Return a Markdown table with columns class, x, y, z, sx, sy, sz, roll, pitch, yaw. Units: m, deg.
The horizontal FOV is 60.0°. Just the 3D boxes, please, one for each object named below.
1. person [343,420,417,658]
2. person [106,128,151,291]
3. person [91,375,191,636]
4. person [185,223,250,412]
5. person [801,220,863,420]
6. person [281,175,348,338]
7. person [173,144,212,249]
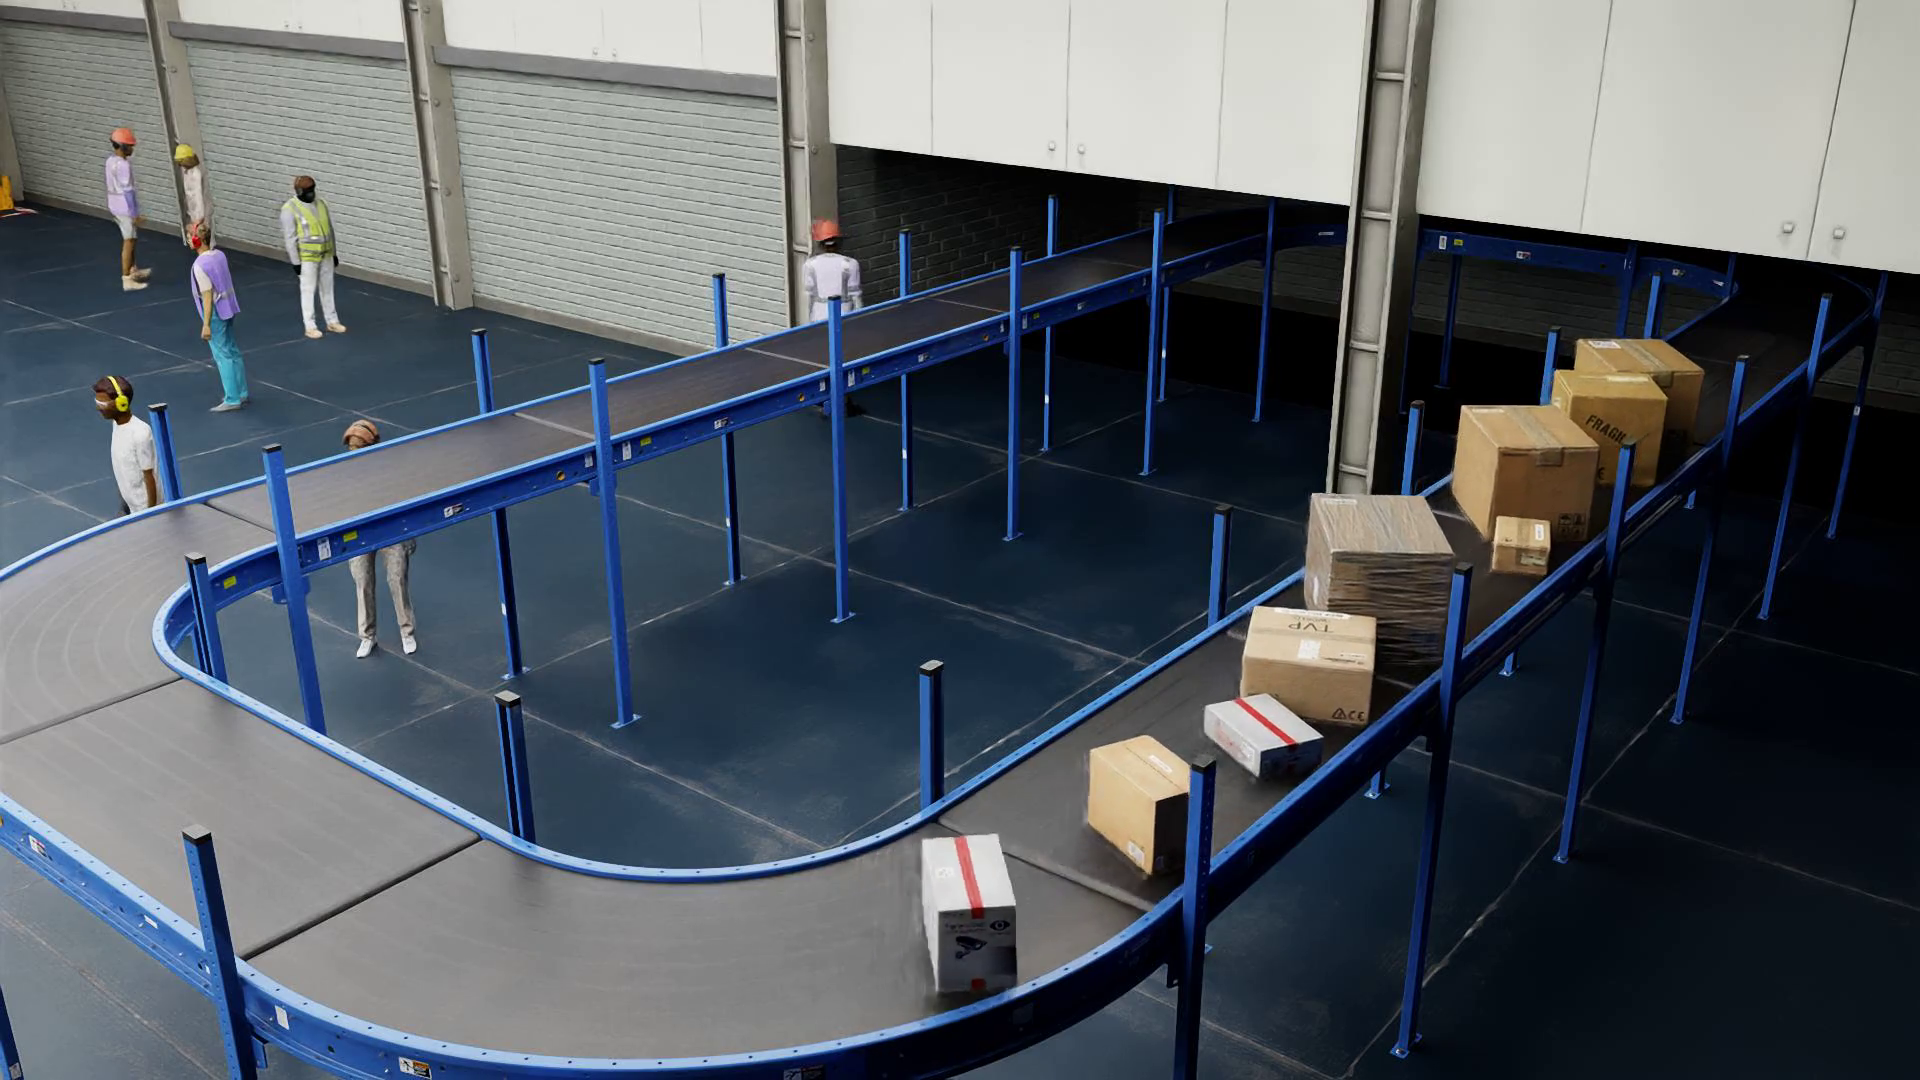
| class | x | y | z | sx | sy | sz | roll | pitch | yaw |
| --- | --- | --- | --- | --- | --- | --- | --- | --- | --- |
| person | -3.855 | -0.012 | 10.977 | 0.523 | 1.639 | 0.311 | -4 | 22 | -11 |
| person | -10.616 | -4.224 | 21.198 | 0.532 | 2.008 | 0.715 | -17 | 27 | -37 |
| person | -5.501 | -0.207 | 11.176 | 0.322 | 1.863 | 0.509 | -20 | 29 | -41 |
| person | -7.203 | -2.160 | 16.159 | 0.374 | 1.843 | 0.569 | -1 | 22 | -2 |
| person | -1.223 | -2.082 | 15.869 | 0.617 | 1.911 | 0.403 | 1 | 21 | 2 |
| person | -7.328 | -3.218 | 18.873 | 0.429 | 1.834 | 0.631 | 11 | 24 | 26 |
| person | -9.991 | -4.309 | 21.772 | 0.344 | 1.732 | 0.516 | -16 | 27 | -36 |
